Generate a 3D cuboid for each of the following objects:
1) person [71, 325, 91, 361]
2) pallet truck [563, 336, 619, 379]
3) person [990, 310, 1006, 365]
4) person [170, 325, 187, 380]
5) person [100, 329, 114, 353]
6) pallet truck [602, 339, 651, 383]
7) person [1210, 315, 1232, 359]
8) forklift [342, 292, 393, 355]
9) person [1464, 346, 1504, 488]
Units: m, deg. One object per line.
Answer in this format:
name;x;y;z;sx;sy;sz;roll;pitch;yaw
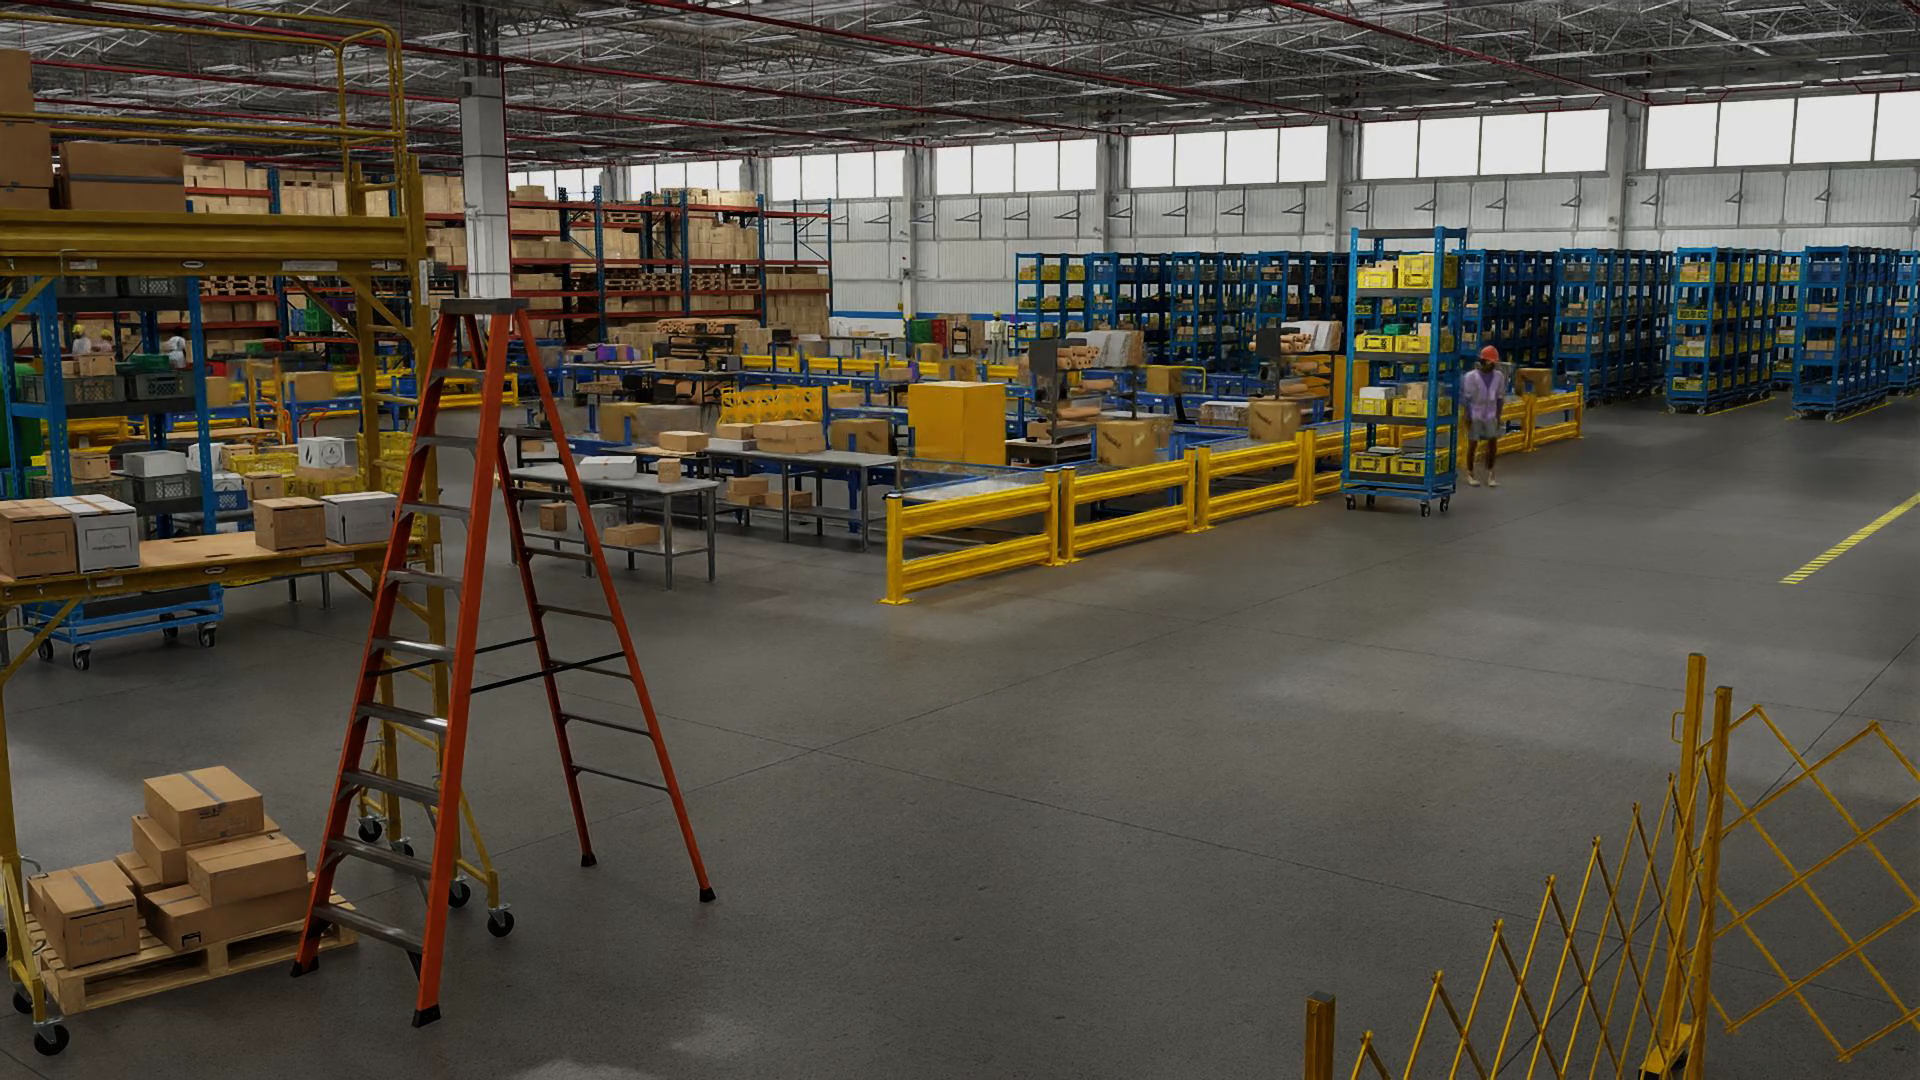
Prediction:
person;-21.114;-4.248;39.879;0.596;1.814;0.542;5;10;29
pallet truck;-10.690;-5.294;48.215;1.601;1.201;0.680;-5;10;-26
person;1.226;-6.616;54.587;0.600;1.830;0.403;6;11;32
person;-20.598;-4.800;43.715;0.539;1.676;0.643;5;10;28
person;-20.051;-4.066;38.981;0.529;1.736;0.843;8;12;42
pallet truck;-8.991;-4.871;45.351;0.653;1.274;1.630;7;11;37
person;7.462;-5.501;47.370;0.618;1.920;0.828;5;10;28
forklift;-16.485;-5.622;45.120;1.129;2.768;1.873;7;11;37
person;7.421;-1.730;23.511;0.620;2.010;0.787;-1;9;-4
